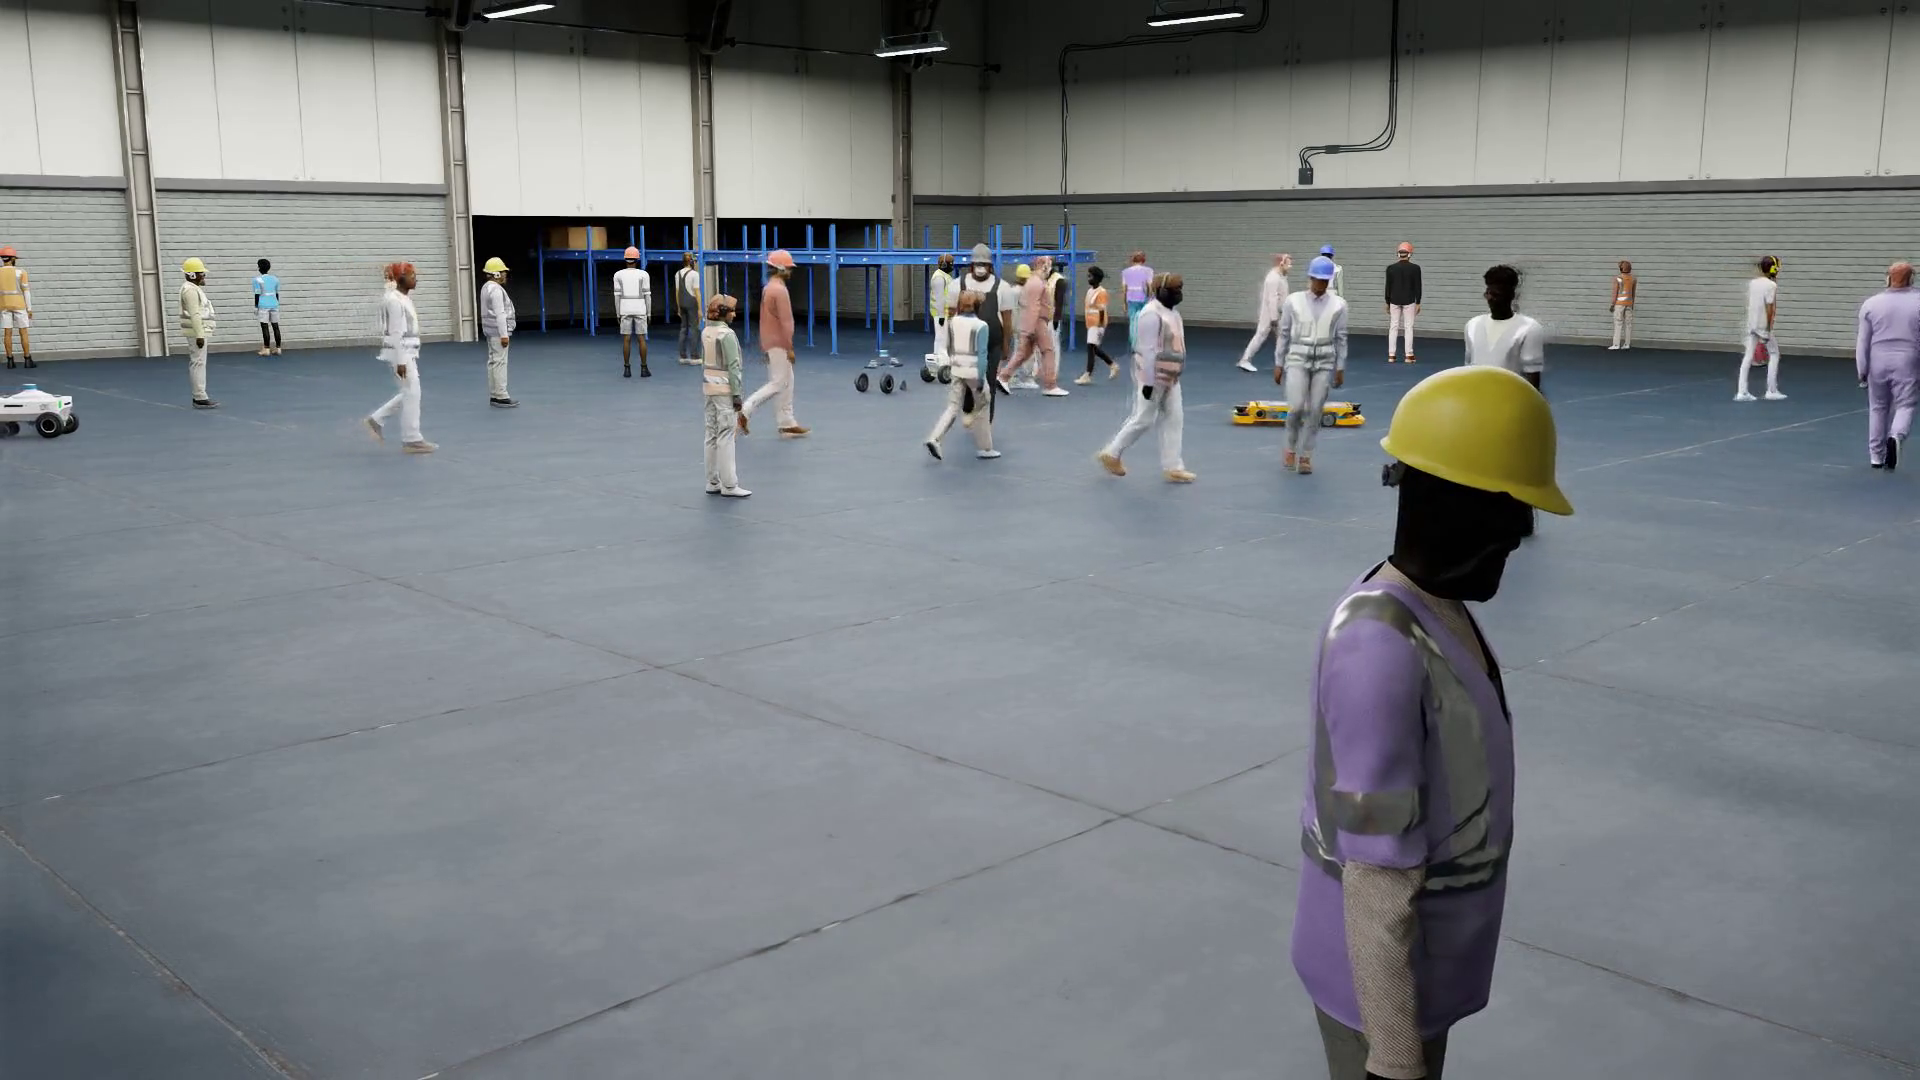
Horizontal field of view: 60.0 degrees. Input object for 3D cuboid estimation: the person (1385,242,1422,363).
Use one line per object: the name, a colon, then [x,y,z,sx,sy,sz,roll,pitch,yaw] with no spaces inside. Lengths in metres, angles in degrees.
person: [7.426,-3.981,27.862,0.611,1.994,0.379,6,12,29]

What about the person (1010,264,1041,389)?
person: [0.941,-2.946,23.017,0.596,1.706,0.477,3,11,16]

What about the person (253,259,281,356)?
person: [-12.241,-4.109,29.374,0.318,1.697,0.535,5,12,27]

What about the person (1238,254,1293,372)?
person: [4.821,-3.497,25.708,1.035,1.837,0.654,6,12,28]

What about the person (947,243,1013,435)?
person: [0.206,-2.110,17.648,0.707,2.000,0.548,1,10,5]

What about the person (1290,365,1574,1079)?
person: [0.726,0.681,2.649,0.380,1.917,0.586,4,11,20]

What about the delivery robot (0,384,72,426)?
delivery robot: [-9.844,-1.414,17.651,0.707,0.478,0.477,-1,11,-7]

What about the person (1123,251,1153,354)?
person: [3.181,-4.233,29.668,0.599,1.831,0.447,5,11,24]

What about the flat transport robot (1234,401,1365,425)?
flat transport robot: [3.836,-1.447,18.865,1.431,0.197,0.652,2,10,8]

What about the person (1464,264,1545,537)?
person: [3.731,-0.935,11.474,0.994,1.920,0.619,-10,14,-42]

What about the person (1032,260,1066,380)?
person: [1.245,-3.248,24.356,0.664,1.813,0.624,10,14,43]

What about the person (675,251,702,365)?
person: [-4.442,-3.807,27.327,0.515,1.842,0.328,8,13,36]

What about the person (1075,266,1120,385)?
person: [1.983,-3.068,23.750,0.650,1.685,0.558,-3,11,-15]

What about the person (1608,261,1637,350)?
person: [12.246,-4.329,30.726,0.514,1.641,0.308,-4,11,-19]

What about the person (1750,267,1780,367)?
person: [13.035,-3.686,26.906,0.517,1.757,0.336,-8,13,-37]

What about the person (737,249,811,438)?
person: [-1.985,-2.036,17.336,0.801,1.968,0.625,-3,11,-16]

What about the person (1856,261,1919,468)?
person: [8.439,-1.570,15.017,0.649,1.884,0.712,7,12,33]

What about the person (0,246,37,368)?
person: [-15.160,-3.723,26.634,0.542,1.929,0.374,-3,11,-14]

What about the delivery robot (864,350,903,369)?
delivery robot: [-1.049,-2.476,22.738,0.335,0.223,0.698,6,12,31]

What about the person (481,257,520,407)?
person: [-5.725,-2.583,20.671,0.403,1.836,0.592,-6,12,-30]

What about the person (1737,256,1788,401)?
person: [10.337,-2.708,21.327,0.781,1.841,0.524,-3,11,-17]

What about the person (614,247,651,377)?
person: [-4.906,-3.426,24.989,0.545,1.938,0.361,-1,10,-3]

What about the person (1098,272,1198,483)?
person: [1.628,-1.407,14.372,0.824,1.811,0.642,6,12,29]

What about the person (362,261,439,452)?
person: [-5.517,-1.792,16.290,0.631,1.865,0.579,-1,10,-8]

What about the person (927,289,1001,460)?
person: [0.042,-1.550,15.639,0.524,1.614,0.773,10,14,43]

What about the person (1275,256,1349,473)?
person: [3.128,-1.544,14.765,0.623,1.919,0.477,0,10,0]

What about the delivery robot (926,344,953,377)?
delivery robot: [-0.144,-2.602,24.129,0.707,0.478,0.477,-8,13,-37]

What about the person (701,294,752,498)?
person: [-1.929,-1.172,13.516,0.311,1.639,0.513,-7,13,-35]

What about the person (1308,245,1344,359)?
person: [6.301,-4.100,28.670,0.604,1.937,0.403,3,11,15]

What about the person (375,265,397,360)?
person: [-9.577,-3.811,28.000,0.634,1.614,0.510,5,11,23]

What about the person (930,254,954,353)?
person: [-0.228,-3.406,25.184,0.430,1.836,0.619,2,11,13]

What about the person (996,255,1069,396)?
person: [0.935,-2.835,22.008,0.944,1.861,0.651,-1,10,-6]

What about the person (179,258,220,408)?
person: [-9.404,-2.559,20.546,0.404,1.832,0.600,-6,12,-28]
